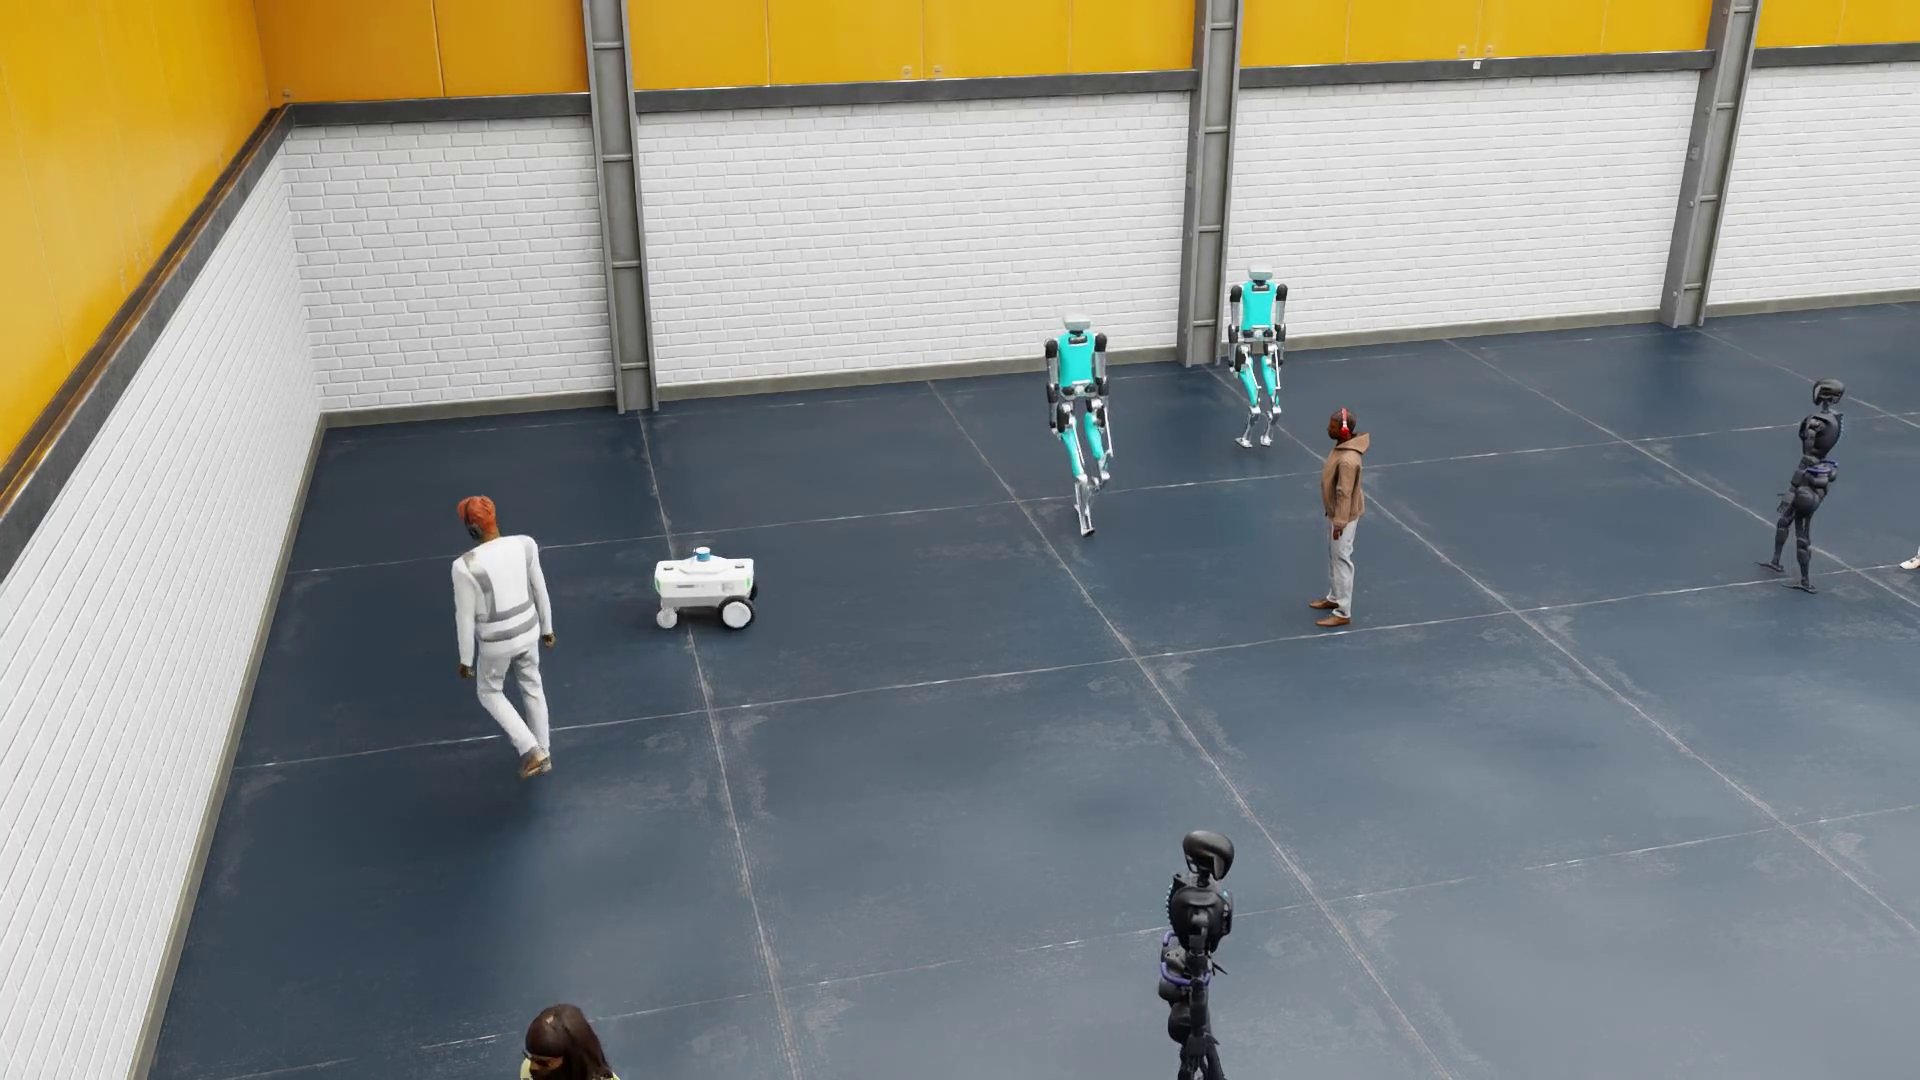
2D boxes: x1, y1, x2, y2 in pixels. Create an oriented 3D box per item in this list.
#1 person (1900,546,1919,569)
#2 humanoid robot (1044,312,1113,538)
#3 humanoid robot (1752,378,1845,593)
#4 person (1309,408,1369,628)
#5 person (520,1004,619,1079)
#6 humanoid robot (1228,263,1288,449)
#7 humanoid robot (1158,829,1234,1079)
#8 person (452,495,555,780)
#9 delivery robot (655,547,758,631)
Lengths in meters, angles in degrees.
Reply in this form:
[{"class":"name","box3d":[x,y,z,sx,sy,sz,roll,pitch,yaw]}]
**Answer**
[{"class":"person","box3d":[7.601,-0.523,12.701,0.333,1.759,0.526,-9,25,-19]},{"class":"humanoid robot","box3d":[1.039,-0.877,13.638,0.552,1.866,0.838,-6,25,-14]},{"class":"humanoid robot","box3d":[6.379,-0.433,12.603,0.557,1.646,0.604,20,31,38]},{"class":"person","box3d":[2.756,-0.171,12.041,0.314,1.644,0.460,1,24,3]},{"class":"person","box3d":[-1.440,2.443,6.005,0.473,1.724,0.918,17,29,33]},{"class":"humanoid robot","box3d":[2.723,-1.618,15.045,0.533,1.677,0.735,-2,24,-4]},{"class":"humanoid robot","box3d":[0.998,1.934,7.221,0.375,1.650,0.613,4,24,8]},{"class":"person","box3d":[-2.689,0.618,9.974,0.506,1.865,0.653,20,31,38]},{"class":"delivery robot","box3d":[-1.853,0.348,12.225,0.801,0.602,0.499,-2,24,-4]}]
